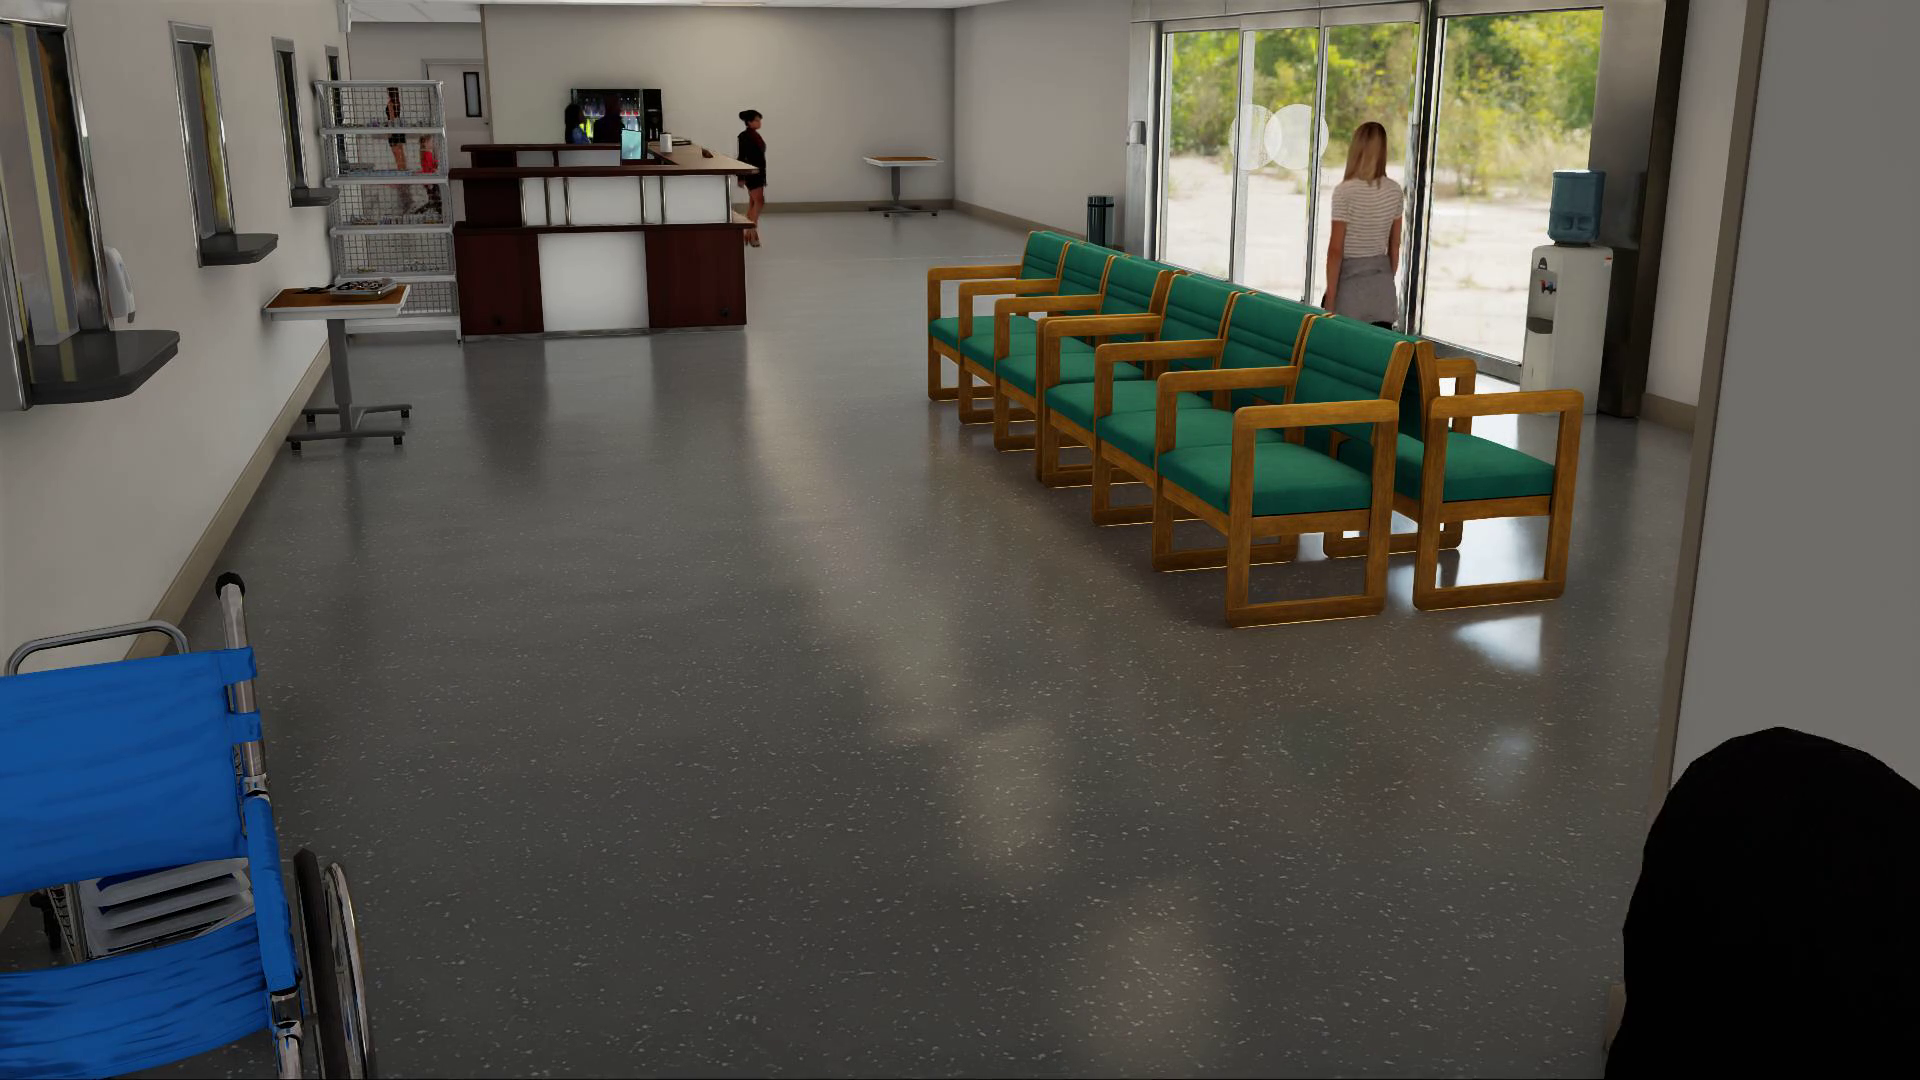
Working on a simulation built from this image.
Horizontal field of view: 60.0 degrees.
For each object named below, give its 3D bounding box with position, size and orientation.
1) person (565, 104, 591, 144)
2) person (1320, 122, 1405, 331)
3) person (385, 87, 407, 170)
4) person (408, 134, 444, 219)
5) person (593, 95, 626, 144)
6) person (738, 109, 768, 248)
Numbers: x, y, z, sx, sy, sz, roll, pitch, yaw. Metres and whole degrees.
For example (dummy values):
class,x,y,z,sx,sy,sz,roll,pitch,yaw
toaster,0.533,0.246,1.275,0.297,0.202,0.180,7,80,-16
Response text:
class,x,y,z,sx,sy,sz,roll,pitch,yaw
person,-4.486,-4.236,19.509,0.569,1.712,0.633,-7,17,-24
person,2.144,-1.228,8.703,1.064,1.785,0.720,-4,16,-13
person,-10.773,-7.749,31.744,0.636,1.834,0.650,1,16,5
person,-7.052,-4.725,22.058,0.828,1.269,0.575,-2,16,-6
person,-4.149,-4.325,19.656,0.888,1.804,0.953,13,21,39
person,-2.553,-4.317,19.951,0.775,1.627,0.728,6,17,21
